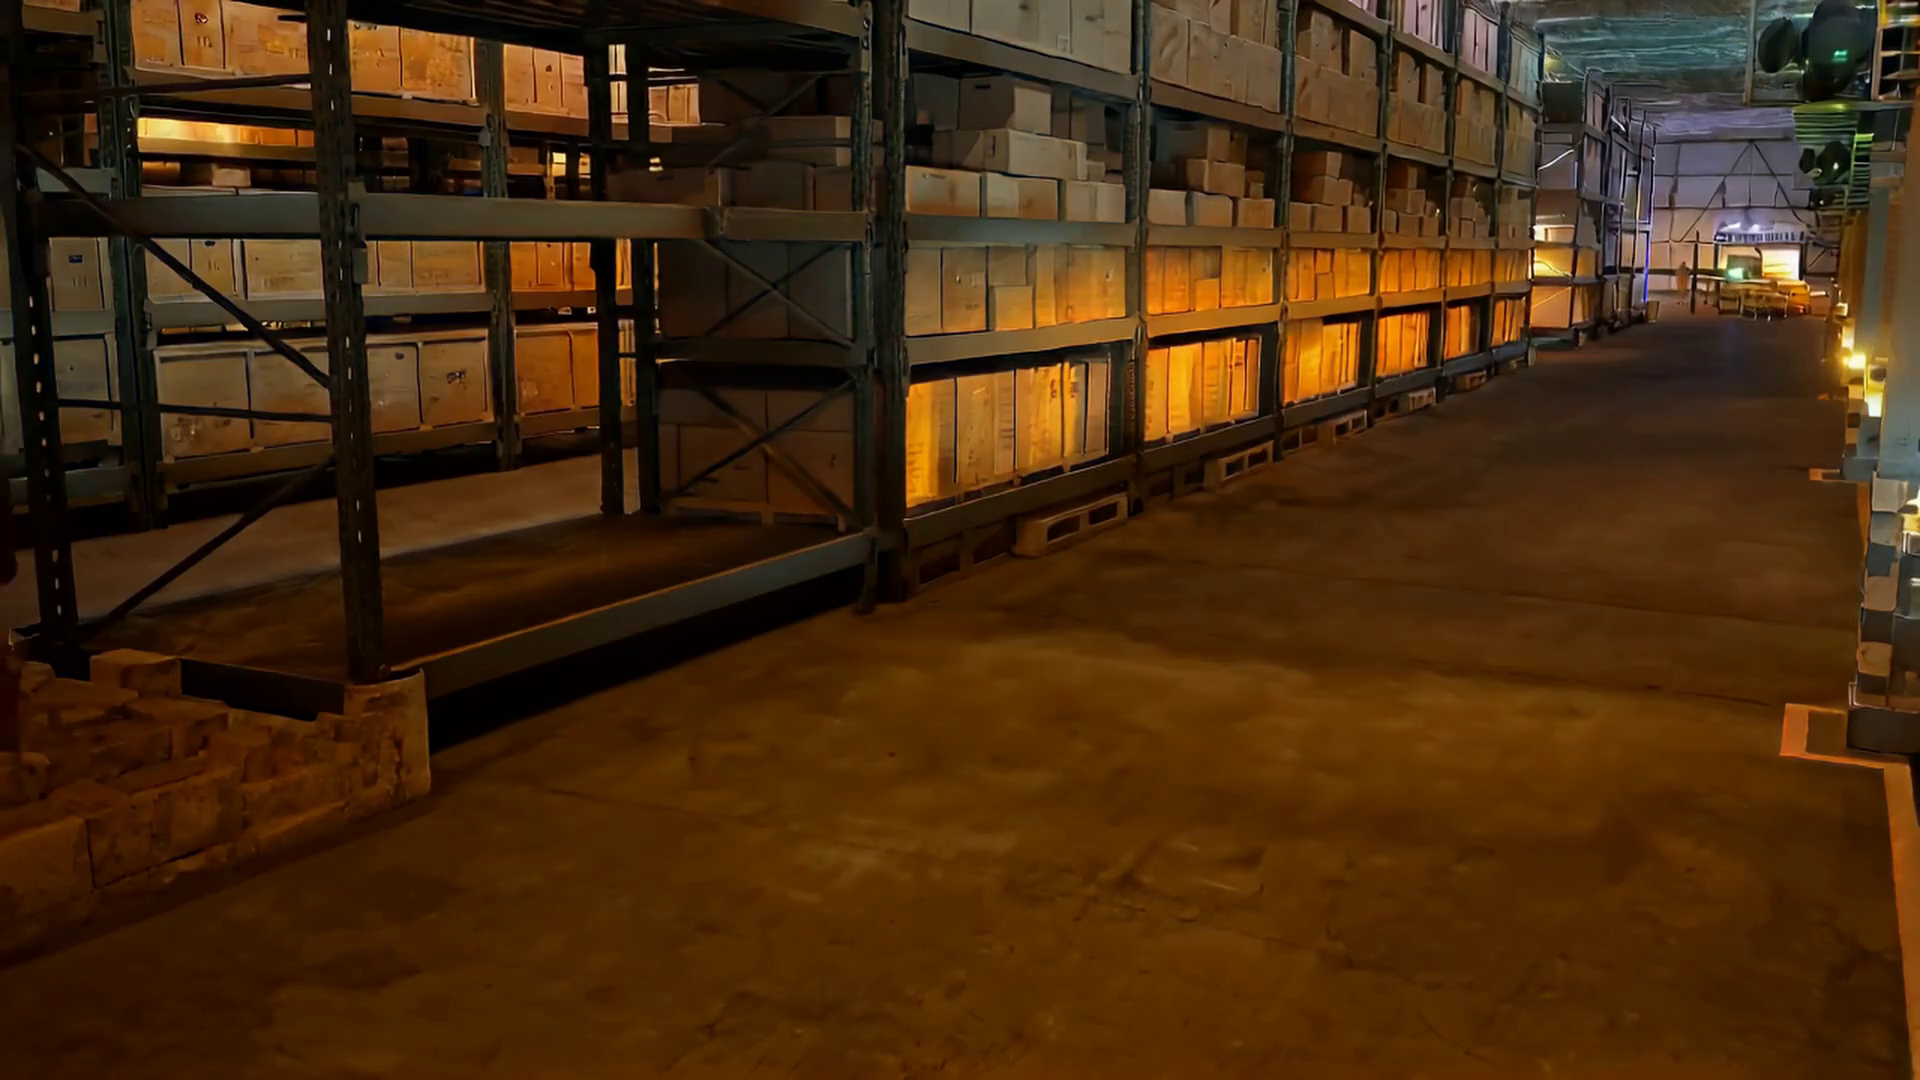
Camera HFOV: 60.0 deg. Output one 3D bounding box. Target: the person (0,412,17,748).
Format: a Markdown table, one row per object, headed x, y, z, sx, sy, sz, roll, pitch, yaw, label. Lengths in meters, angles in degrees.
| x | y | z | sx | sy | sz | roll | pitch | yaw | label |
| --- | --- | --- | --- | --- | --- | --- | --- | --- | --- |
| -4.300 | 0.046 | 6.980 | 0.418 | 1.884 | 0.671 | 10 | 14 | 44 | person |

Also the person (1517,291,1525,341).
| x | y | z | sx | sy | sz | roll | pitch | yaw | label |
| --- | --- | --- | --- | --- | --- | --- | --- | --- | --- |
| 10.816 | -4.347 | 32.500 | 0.675 | 1.859 | 0.954 | -8 | 13 | -39 | person |

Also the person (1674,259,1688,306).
| x | y | z | sx | sy | sz | roll | pitch | yaw | label |
| --- | --- | --- | --- | --- | --- | --- | --- | --- | --- |
| 29.392 | -10.470 | 67.718 | 0.544 | 1.929 | 0.653 | -2 | 10 | -10 | person |
